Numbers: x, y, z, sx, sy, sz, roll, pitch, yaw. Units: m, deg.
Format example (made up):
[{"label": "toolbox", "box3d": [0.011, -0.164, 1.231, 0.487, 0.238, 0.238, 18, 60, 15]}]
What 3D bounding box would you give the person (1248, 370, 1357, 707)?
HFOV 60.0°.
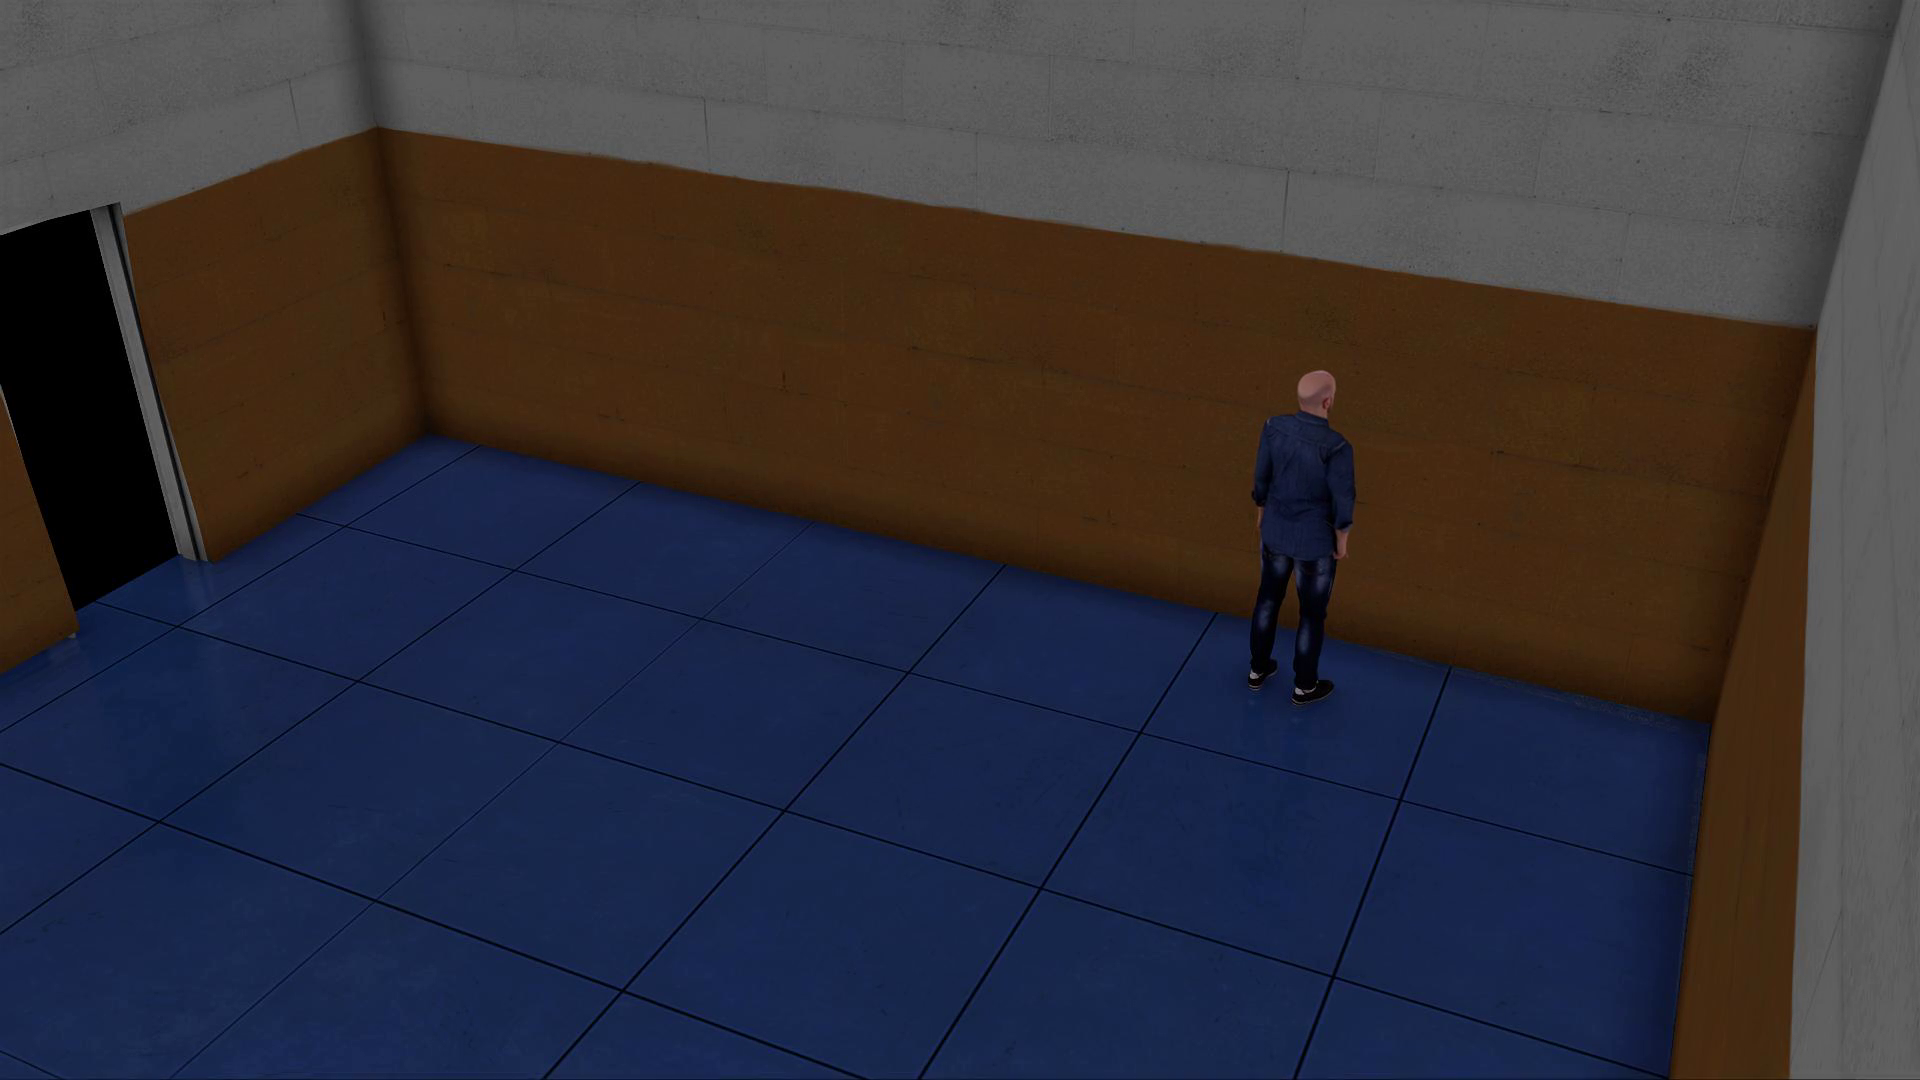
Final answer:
[{"label": "person", "box3d": [1.737, -0.012, 8.499, 0.623, 1.825, 0.839, 22, 36, 35]}]
